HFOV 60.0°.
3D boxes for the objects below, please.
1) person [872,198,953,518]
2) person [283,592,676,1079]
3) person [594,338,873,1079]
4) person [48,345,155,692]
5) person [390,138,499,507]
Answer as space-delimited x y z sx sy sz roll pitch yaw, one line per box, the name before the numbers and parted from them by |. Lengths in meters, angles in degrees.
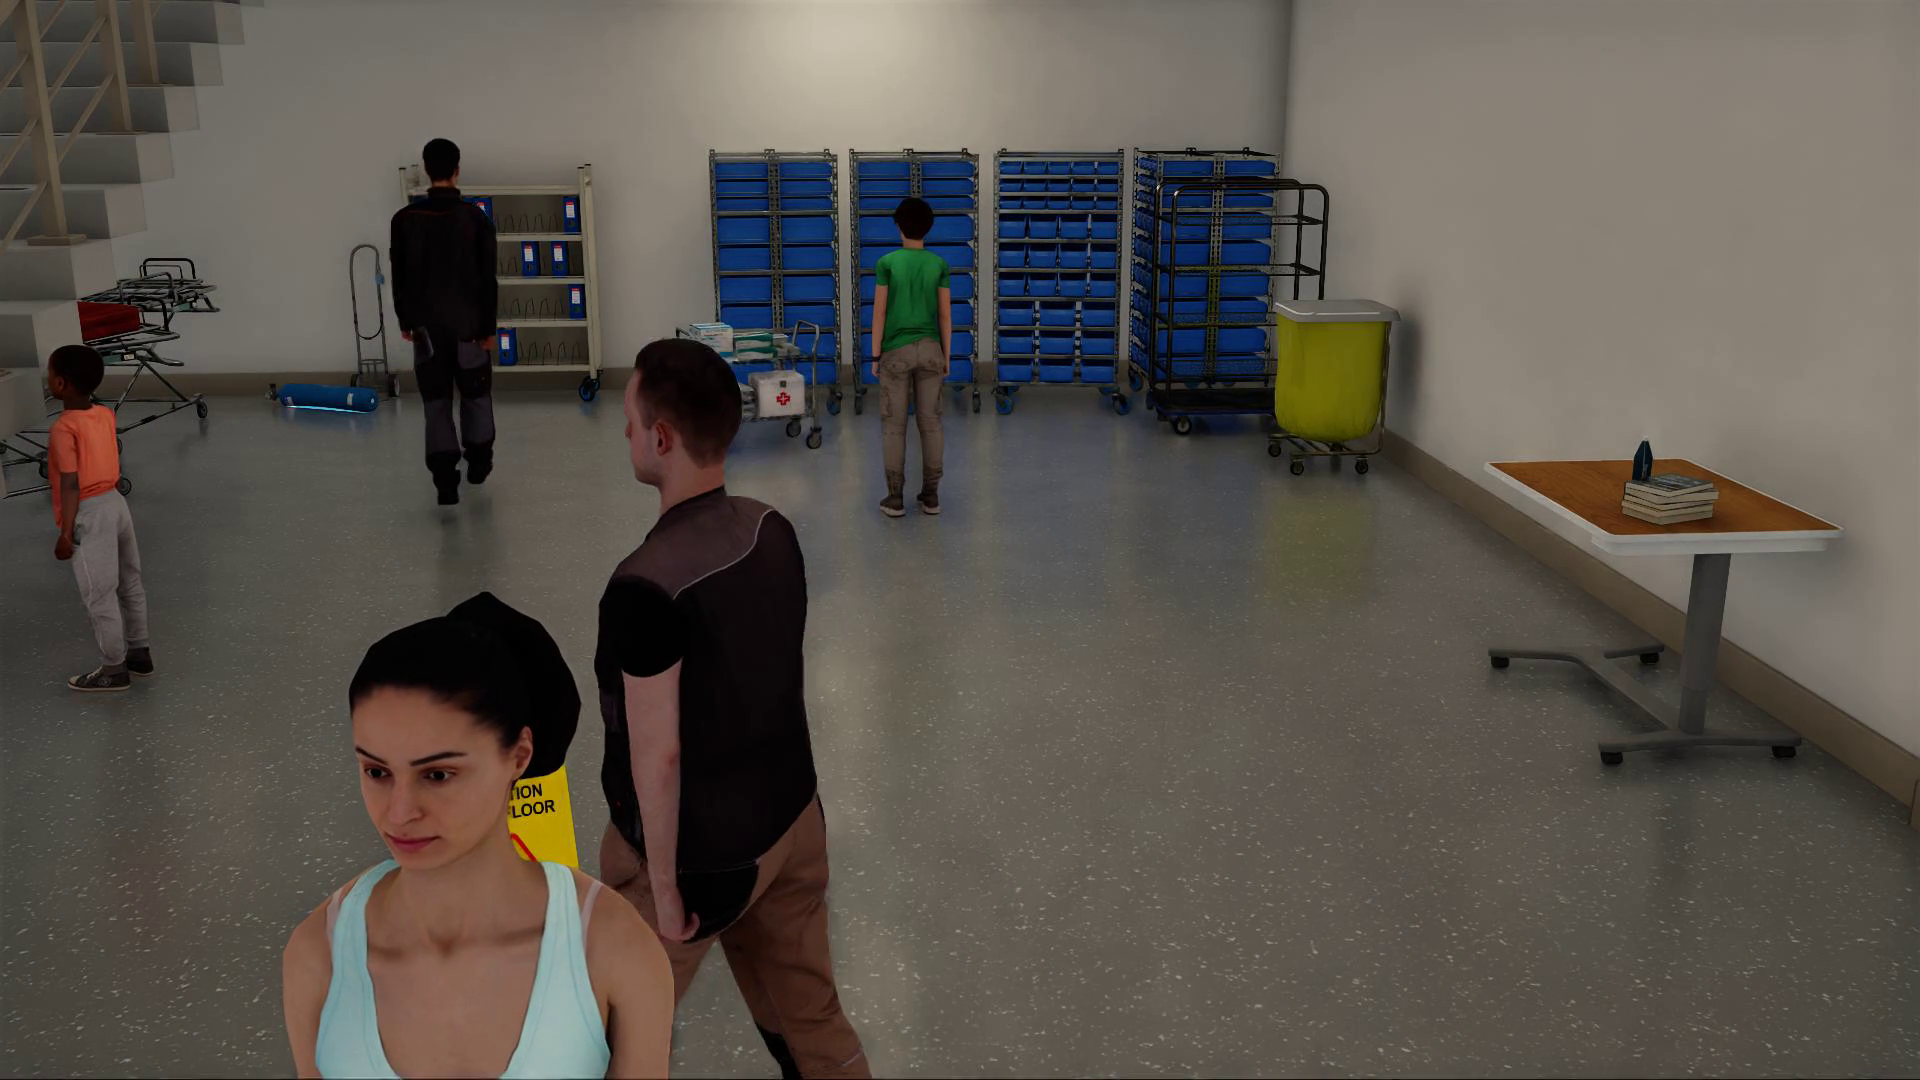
person | -0.246 -0.953 8.693 0.612 1.649 0.578 -4 16 -14
person | -0.494 0.922 1.830 0.587 1.764 0.568 0 16 1
person | -0.375 0.556 3.058 1.098 1.802 1.125 8 18 26
person | -3.238 -0.086 6.244 0.599 1.310 0.482 3 16 10
person | -2.712 -1.098 8.753 0.819 1.896 1.252 -3 16 -11
